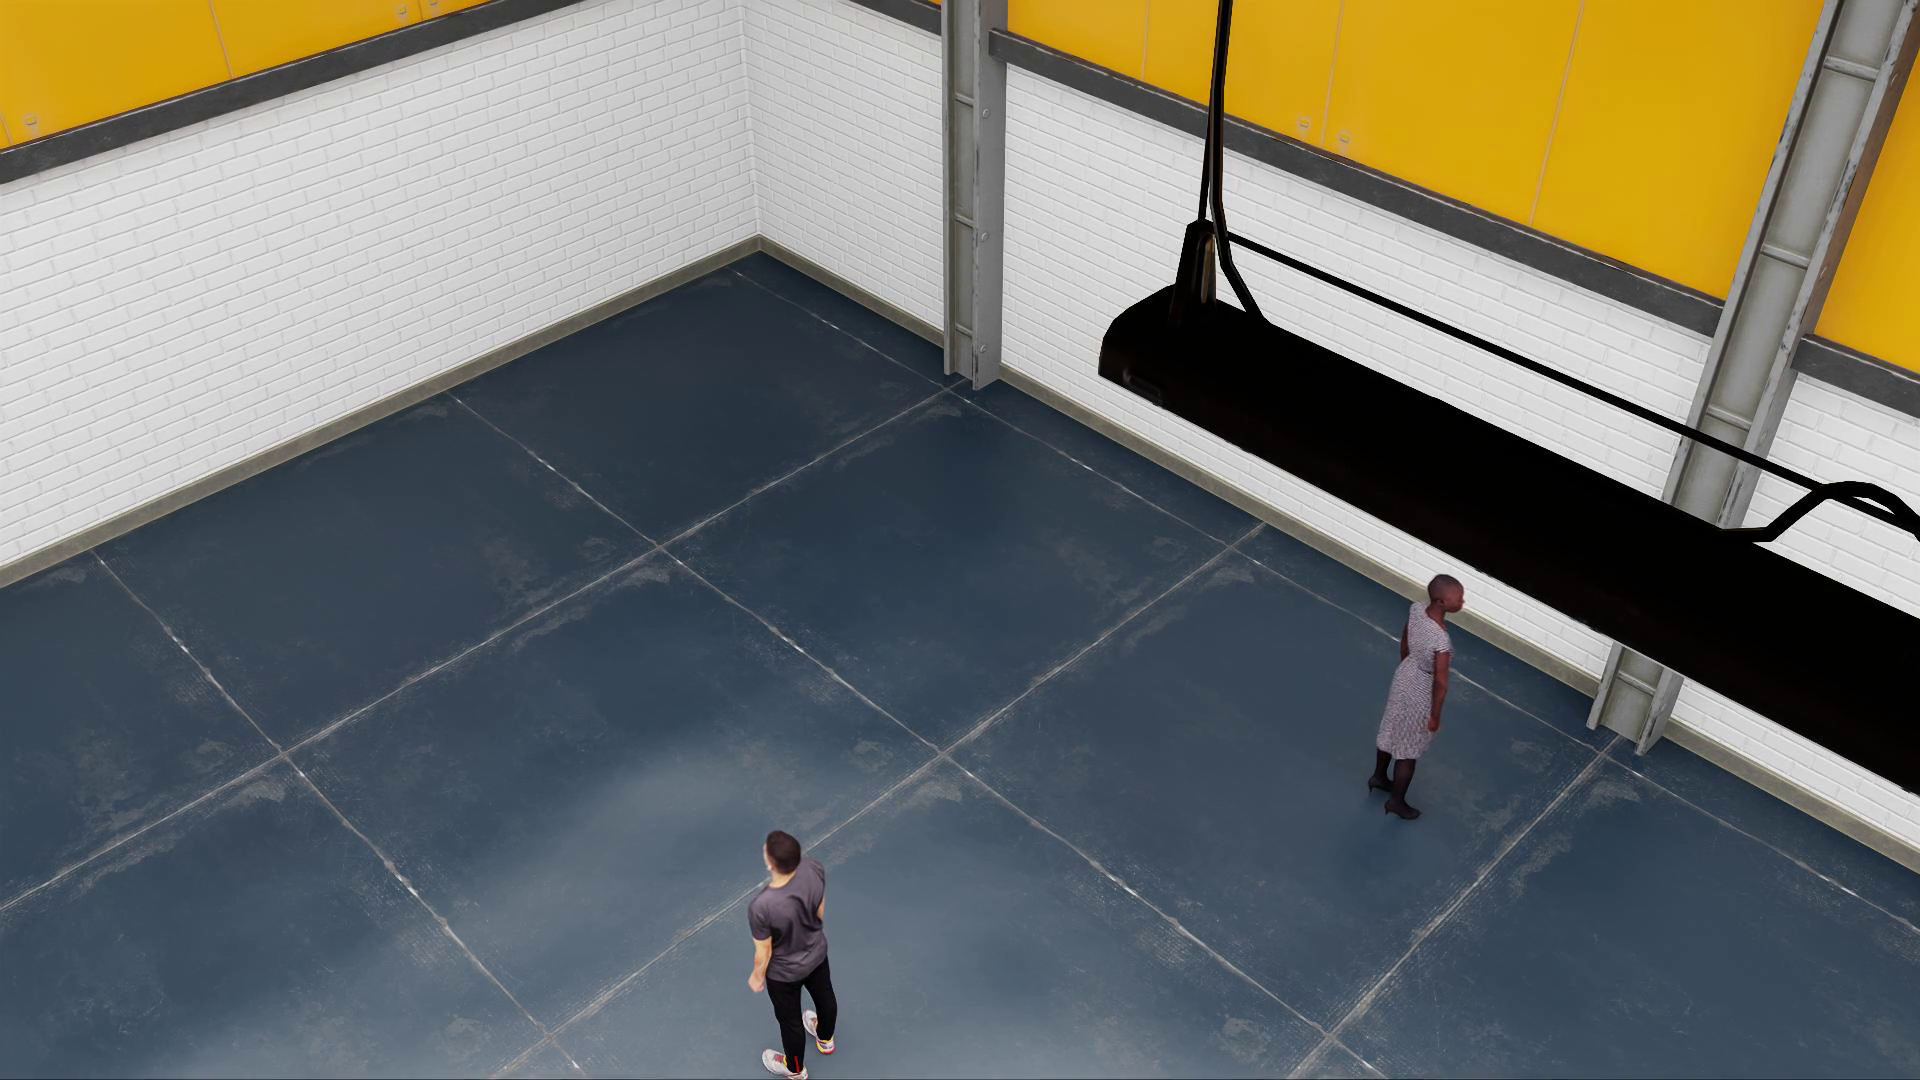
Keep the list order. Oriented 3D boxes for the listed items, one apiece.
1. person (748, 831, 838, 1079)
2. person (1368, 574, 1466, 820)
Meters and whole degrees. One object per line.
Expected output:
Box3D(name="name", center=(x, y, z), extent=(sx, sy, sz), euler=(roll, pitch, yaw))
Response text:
Box3D(name="person", center=(-0.834, 2.093, 8.382), extent=(0.551, 1.764, 0.644), euler=(29, 47, 31))
Box3D(name="person", center=(2.696, 0.923, 9.828), extent=(0.754, 1.787, 0.649), euler=(-8, 39, -10))
